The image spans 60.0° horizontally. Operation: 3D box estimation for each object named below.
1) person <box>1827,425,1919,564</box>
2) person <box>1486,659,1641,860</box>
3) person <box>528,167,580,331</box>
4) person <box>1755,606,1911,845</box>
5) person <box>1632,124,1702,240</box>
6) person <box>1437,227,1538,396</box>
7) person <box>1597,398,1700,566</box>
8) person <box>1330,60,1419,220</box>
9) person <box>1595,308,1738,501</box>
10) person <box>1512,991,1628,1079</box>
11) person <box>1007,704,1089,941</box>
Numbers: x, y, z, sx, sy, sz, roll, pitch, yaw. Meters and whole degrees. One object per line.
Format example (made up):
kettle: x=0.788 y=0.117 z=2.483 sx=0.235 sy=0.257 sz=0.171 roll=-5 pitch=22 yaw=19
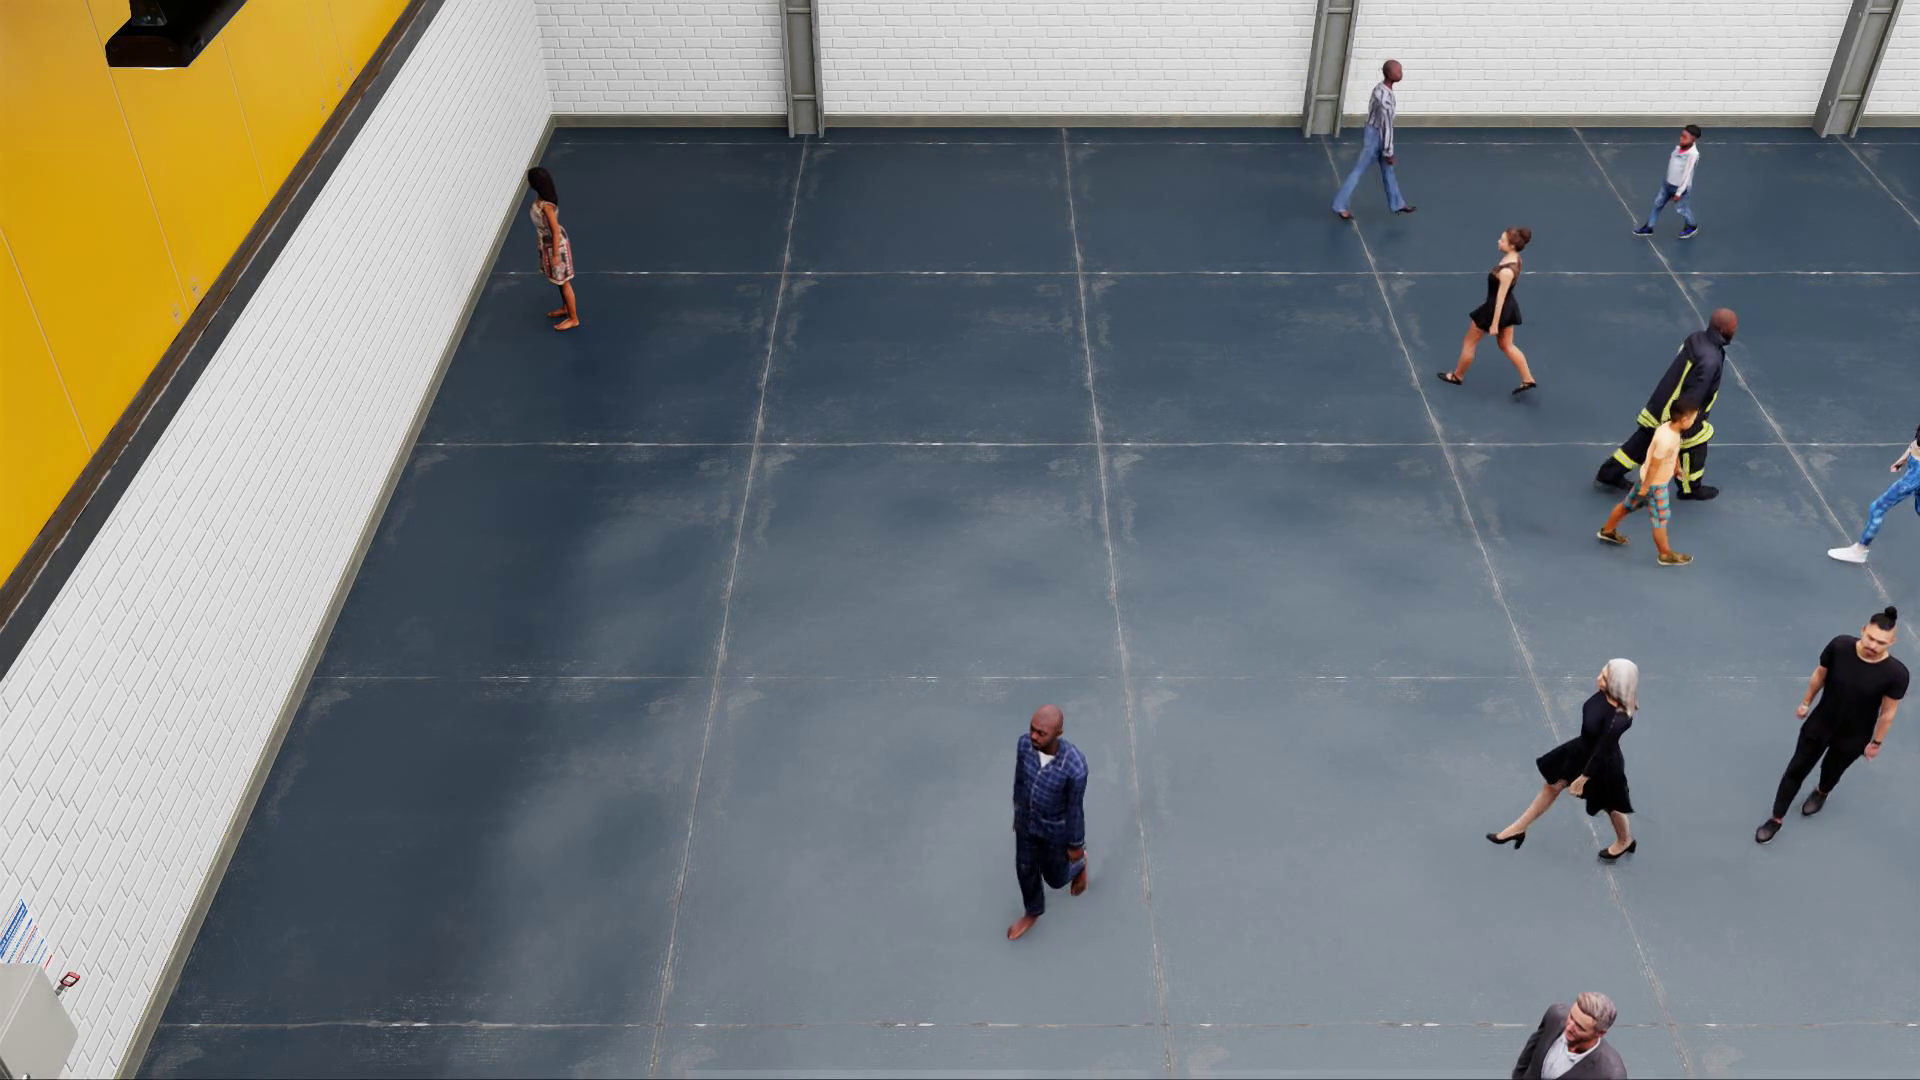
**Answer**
person: x=7.353 y=-0.423 z=12.602 sx=1.282 sy=1.740 sz=0.951 roll=19 pitch=42 yaw=22
person: x=4.024 y=1.426 z=10.327 sx=1.197 sy=1.689 sz=0.688 roll=5 pitch=39 yaw=6
person: x=-3.805 y=-2.755 z=15.600 sx=0.660 sy=1.642 sz=0.717 roll=-13 pitch=40 yaw=-15
person: x=5.636 y=1.130 z=10.572 sx=1.132 sy=1.846 sz=1.059 roll=-30 pitch=48 yaw=-32
person: x=7.434 y=-3.669 z=17.061 sx=0.912 sy=1.247 sz=0.573 roll=-6 pitch=39 yaw=-8
person: x=4.811 y=-1.976 z=14.627 sx=1.160 sy=1.640 sz=0.935 roll=20 pitch=43 yaw=23
person: x=5.326 y=-0.491 z=12.939 sx=1.005 sy=1.426 sz=0.754 roll=15 pitch=41 yaw=18
person: x=4.190 y=-4.086 z=17.182 sx=1.189 sy=1.748 sz=0.800 roll=6 pitch=39 yaw=8
person: x=5.704 y=-1.067 z=13.383 sx=1.237 sy=1.771 sz=0.836 roll=6 pitch=39 yaw=8
person: x=2.989 y=2.873 z=8.392 sx=0.771 sy=1.842 sz=0.796 roll=-17 pitch=41 yaw=-20
person: x=0.566 y=1.639 z=9.971 sx=1.000 sy=1.801 sz=1.022 roll=25 pitch=45 yaw=28
